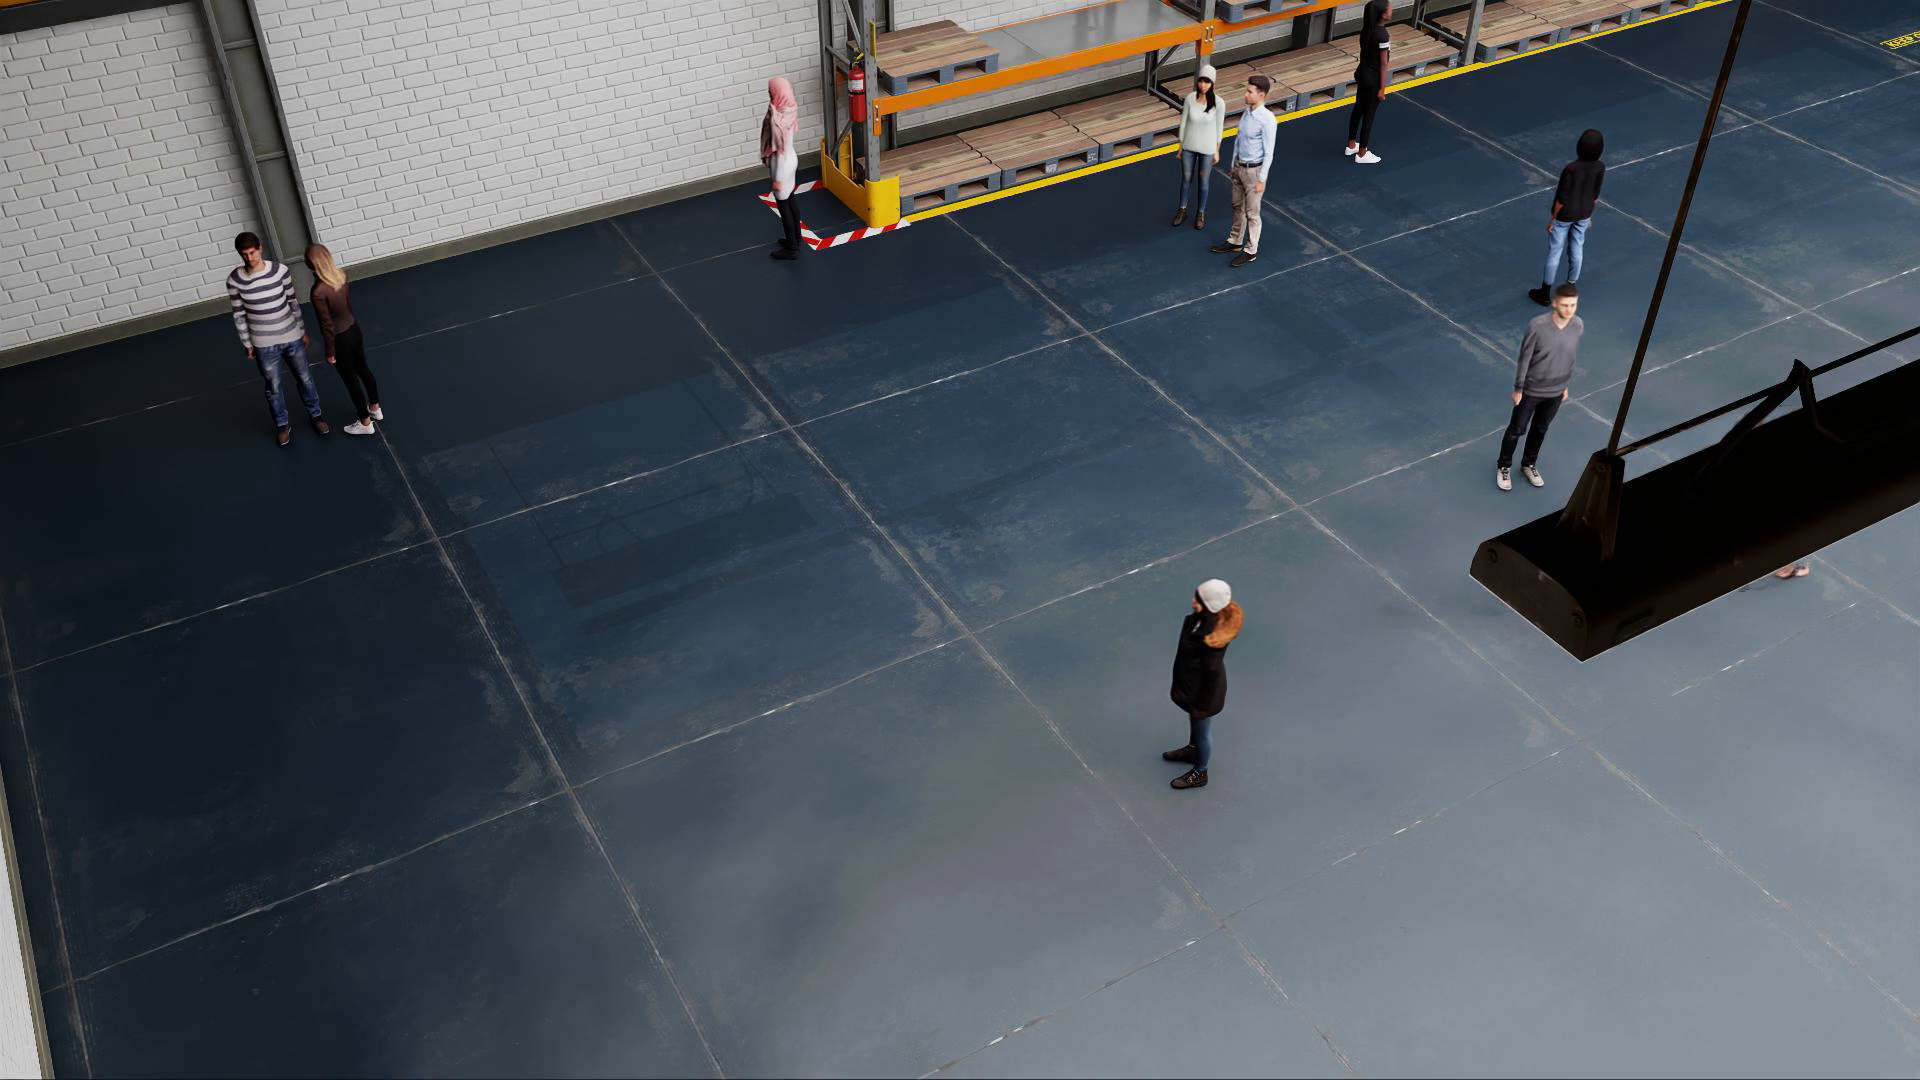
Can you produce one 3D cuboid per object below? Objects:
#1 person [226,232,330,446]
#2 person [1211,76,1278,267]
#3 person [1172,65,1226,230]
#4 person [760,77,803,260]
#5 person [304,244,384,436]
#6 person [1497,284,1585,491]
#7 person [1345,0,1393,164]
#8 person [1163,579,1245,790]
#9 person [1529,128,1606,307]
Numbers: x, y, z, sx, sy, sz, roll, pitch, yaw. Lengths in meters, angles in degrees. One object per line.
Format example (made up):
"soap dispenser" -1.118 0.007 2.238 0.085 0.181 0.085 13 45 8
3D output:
"person" -5.490 -1.641 13.337 0.463 1.853 0.716 -18 42 -21
"person" 2.725 -3.485 15.652 0.589 1.845 0.654 -17 42 -20
"person" 2.338 -3.846 16.266 0.639 1.643 0.689 12 40 14
"person" -1.669 -3.517 15.725 0.796 1.804 0.743 8 39 10
"person" -4.978 -1.627 13.440 0.716 1.703 0.673 7 39 9
"person" 4.498 -1.191 12.848 0.613 1.760 0.750 -4 39 -5
"person" 4.300 -4.815 17.411 0.640 1.729 0.656 -11 40 -14
"person" 1.508 0.884 10.352 0.761 1.632 0.736 0 39 0
"person" 5.536 -2.920 15.061 0.575 1.701 0.698 -7 39 -8
